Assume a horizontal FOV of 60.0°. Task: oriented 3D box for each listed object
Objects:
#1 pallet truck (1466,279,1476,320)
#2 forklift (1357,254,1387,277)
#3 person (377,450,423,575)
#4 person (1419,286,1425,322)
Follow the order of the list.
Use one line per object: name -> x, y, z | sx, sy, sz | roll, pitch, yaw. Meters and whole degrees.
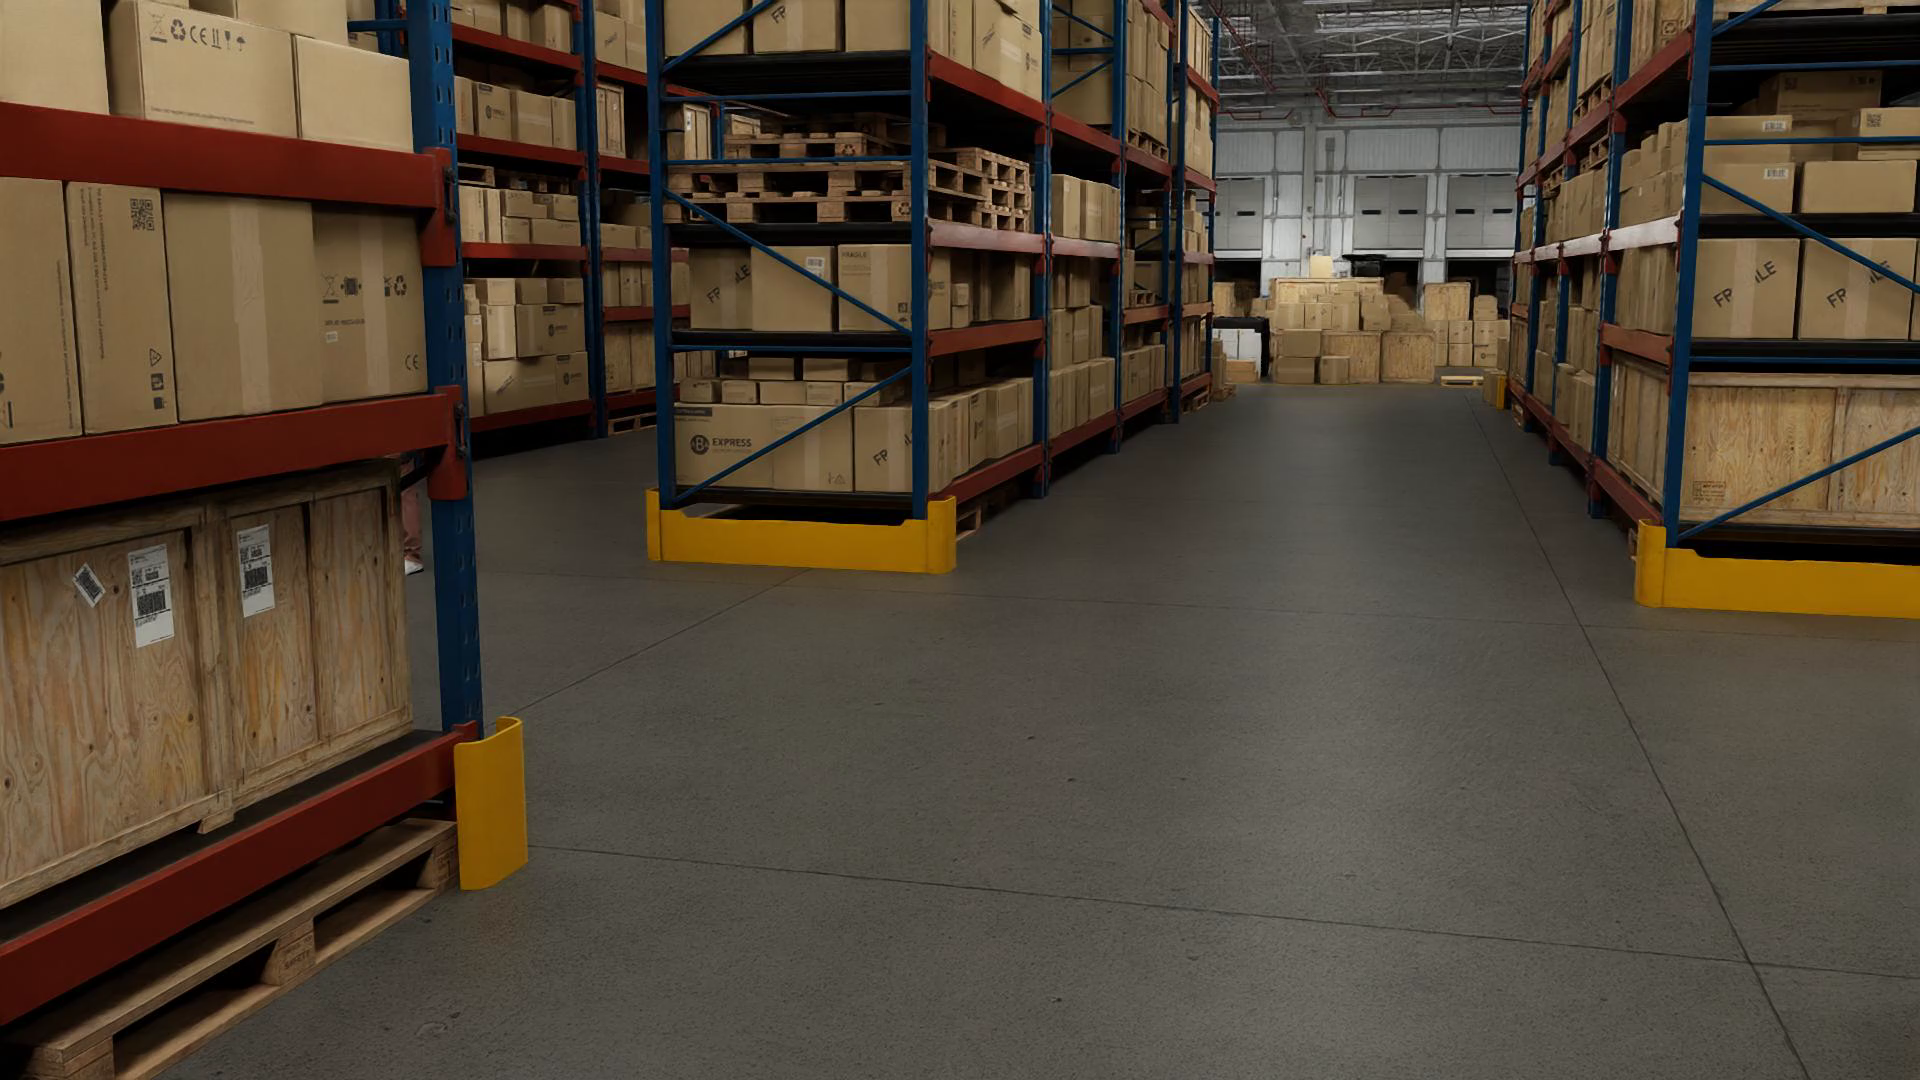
pallet truck -> 18.896, -8.459, 60.307 | 1.885, 1.965, 0.823 | 5, 10, 31
forklift -> 13.702, -8.146, 55.528 | 1.129, 2.768, 1.873 | 8, 12, 43
person -> -3.928, -0.701, 11.319 | 0.645, 1.905, 0.400 | 8, 12, 40
person -> 11.957, -5.663, 42.855 | 0.997, 1.903, 0.636 | 5, 10, 27
